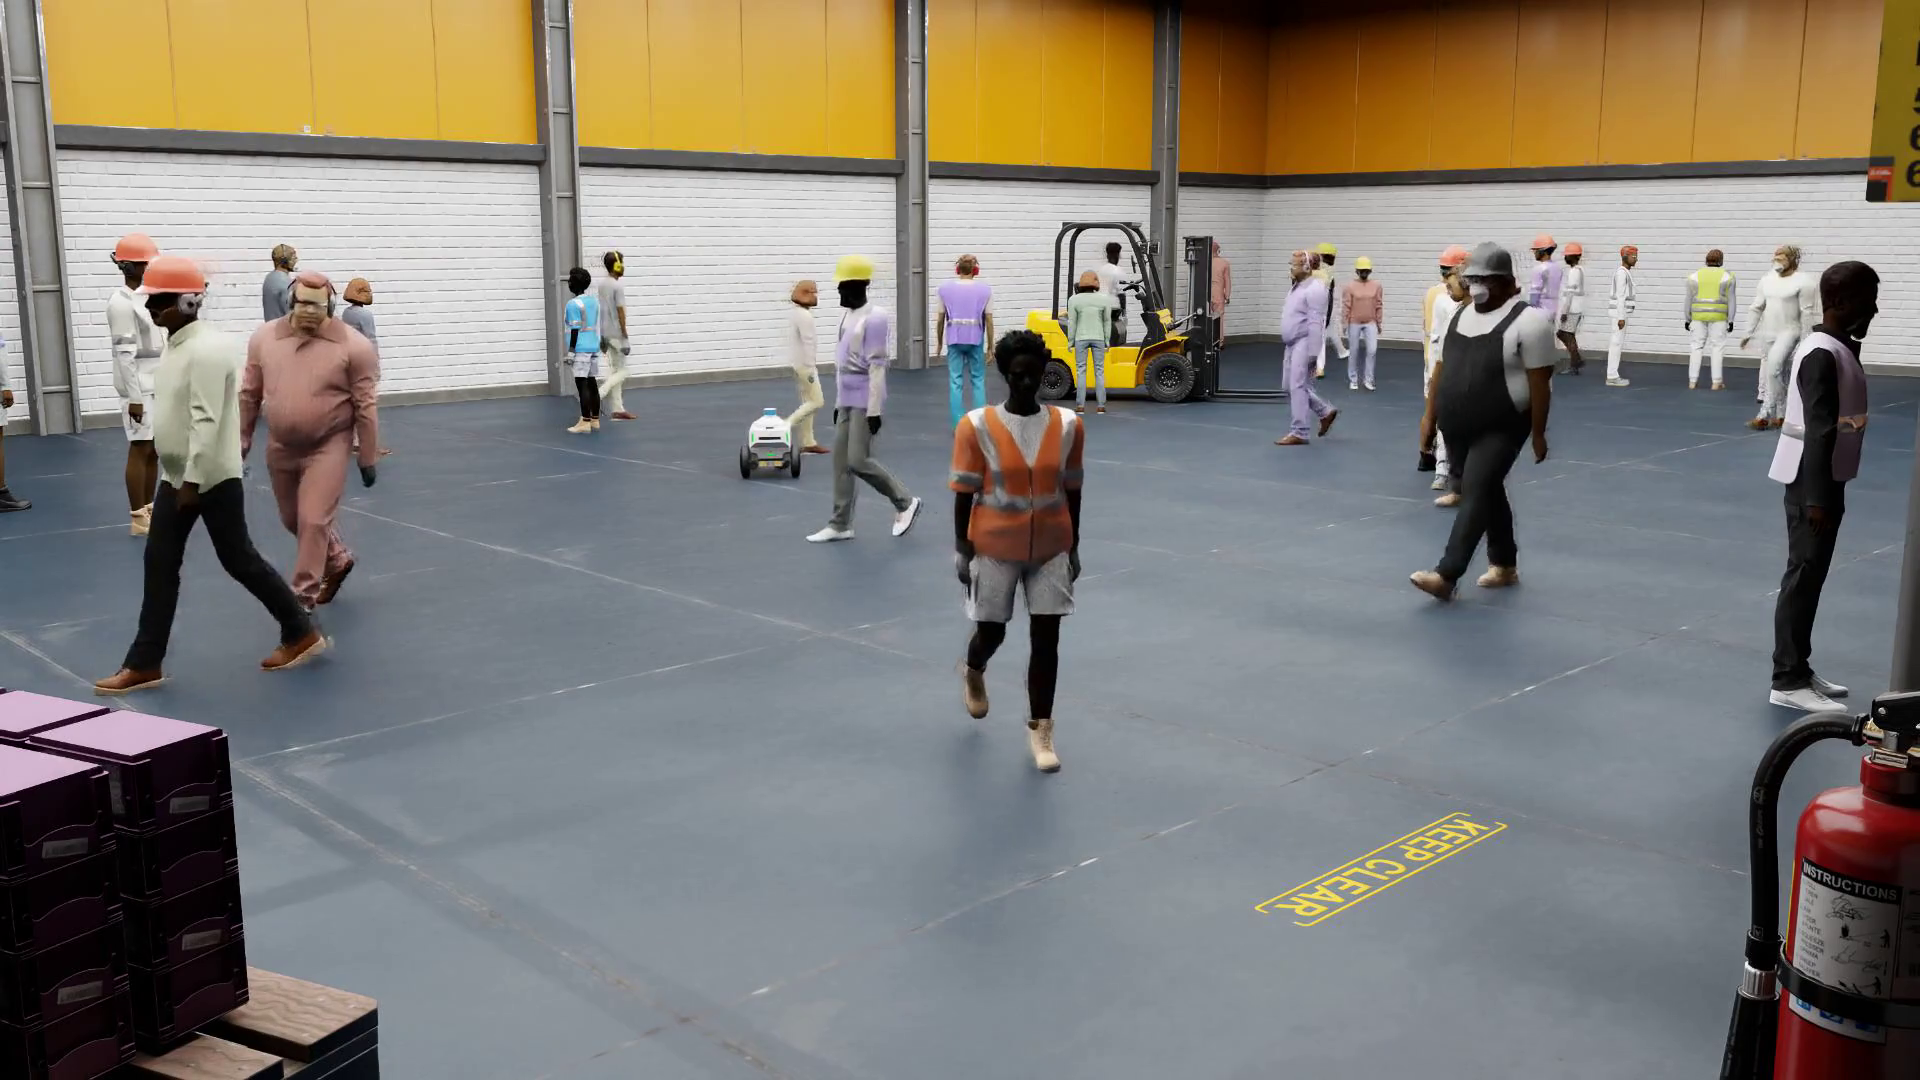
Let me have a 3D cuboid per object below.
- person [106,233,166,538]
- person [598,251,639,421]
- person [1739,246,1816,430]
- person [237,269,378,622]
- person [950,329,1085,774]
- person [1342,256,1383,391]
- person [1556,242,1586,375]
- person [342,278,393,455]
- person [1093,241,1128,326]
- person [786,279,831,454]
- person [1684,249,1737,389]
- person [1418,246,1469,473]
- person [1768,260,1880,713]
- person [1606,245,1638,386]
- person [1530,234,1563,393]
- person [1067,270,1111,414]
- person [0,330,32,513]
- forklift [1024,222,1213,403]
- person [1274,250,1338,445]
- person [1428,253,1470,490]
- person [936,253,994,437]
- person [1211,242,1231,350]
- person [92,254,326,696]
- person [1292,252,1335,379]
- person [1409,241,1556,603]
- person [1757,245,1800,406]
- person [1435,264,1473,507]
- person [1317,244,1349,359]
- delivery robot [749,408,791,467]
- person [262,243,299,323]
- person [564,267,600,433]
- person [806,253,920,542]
[{"bbox_3d":[-5.449,-1.021,11.151,0.393,2.038,0.606,-2,11,-8],"label":"person"},{"bbox_3d":[-3.786,-2.200,18.052,0.531,1.853,0.545,-7,13,-35],"label":"person"},{"bbox_3d":[8.466,-2.093,17.335,0.900,1.905,0.649,-4,11,-20],"label":"person"},{"bbox_3d":[-3.385,-0.490,8.716,0.722,1.856,0.910,1,10,3],"label":"person"},{"bbox_3d":[0.212,0.016,6.457,0.540,1.681,0.652,-2,11,-13],"label":"person"},{"bbox_3d":[5.249,-2.812,21.683,0.547,1.740,0.661,0,10,1],"label":"person"},{"bbox_3d":[8.842,-3.334,24.062,0.416,1.921,0.555,4,11,23],"label":"person"},{"bbox_3d":[-5.511,-1.599,15.374,0.500,1.633,0.280,9,14,40],"label":"person"},{"bbox_3d":[2.061,-3.259,23.592,0.637,1.942,0.640,-9,14,-40],"label":"person"},{"bbox_3d":[-1.439,-1.580,15.278,0.436,1.621,0.514,-2,11,-11],"label":"person"},{"bbox_3d":[9.895,-2.907,21.945,0.633,1.839,0.429,7,13,34],"label":"person"},{"bbox_3d":[4.142,-1.518,14.157,0.367,1.925,0.574,-3,11,-14],"label":"person"},{"bbox_3d":[3.691,-0.231,7.144,0.392,1.917,0.593,6,12,30],"label":"person"},{"bbox_3d":[8.947,-3.027,22.481,0.337,1.881,0.585,4,11,23],"label":"person"},{"bbox_3d":[7.424,-2.876,21.253,0.612,2.037,0.390,-9,14,-41],"label":"person"},{"bbox_3d":[1.465,-2.242,18.886,0.501,1.631,0.285,0,10,-1],"label":"person"},{"bbox_3d":[-7.155,-1.157,12.126,0.545,1.942,0.349,2,11,12],"label":"person"},{"bbox_3d":[1.935,-2.847,20.651,2.313,2.155,1.214,2,11,13],"label":"forklift"},{"bbox_3d":[3.377,-1.861,16.125,0.611,1.890,0.651,-2,11,-10],"label":"person"},{"bbox_3d":[4.013,-1.325,13.198,0.584,1.882,0.349,3,11,16],"label":"person"},{"bbox_3d":[0.046,-1.954,16.739,0.593,1.841,0.417,0,10,2],"label":"person"},{"bbox_3d":[4.471,-4.322,29.482,0.653,1.906,0.405,3,11,15],"label":"person"},{"bbox_3d":[-3.422,-0.312,7.510,0.612,1.955,0.982,9,14,40],"label":"person"},{"bbox_3d":[5.017,-3.197,23.688,0.624,1.791,0.982,0,10,-2],"label":"person"},{"bbox_3d":[2.881,-0.689,9.303,1.038,2.000,0.699,-6,12,-31],"label":"person"},{"bbox_3d":[9.801,-2.549,19.812,0.405,1.904,0.653,1,10,3],"label":"person"},{"bbox_3d":[3.766,-1.100,12.210,0.356,1.819,0.550,-5,12,-26],"label":"person"},{"bbox_3d":[5.975,-3.863,27.051,0.974,1.870,0.609,-3,11,-13],"label":"person"},{"bbox_3d":[-1.607,-0.875,14.116,0.477,0.478,0.707,-1,10,-5],"label":"delivery robot"},{"bbox_3d":[-6.709,-1.969,16.557,0.366,1.938,0.630,-9,14,-41],"label":"person"},{"bbox_3d":[-3.879,-1.942,17.069,0.318,1.700,0.535,2,11,11],"label":"person"},{"bbox_3d":[-0.660,-0.928,10.951,0.687,1.911,0.605,-5,11,-24],"label":"person"}]
